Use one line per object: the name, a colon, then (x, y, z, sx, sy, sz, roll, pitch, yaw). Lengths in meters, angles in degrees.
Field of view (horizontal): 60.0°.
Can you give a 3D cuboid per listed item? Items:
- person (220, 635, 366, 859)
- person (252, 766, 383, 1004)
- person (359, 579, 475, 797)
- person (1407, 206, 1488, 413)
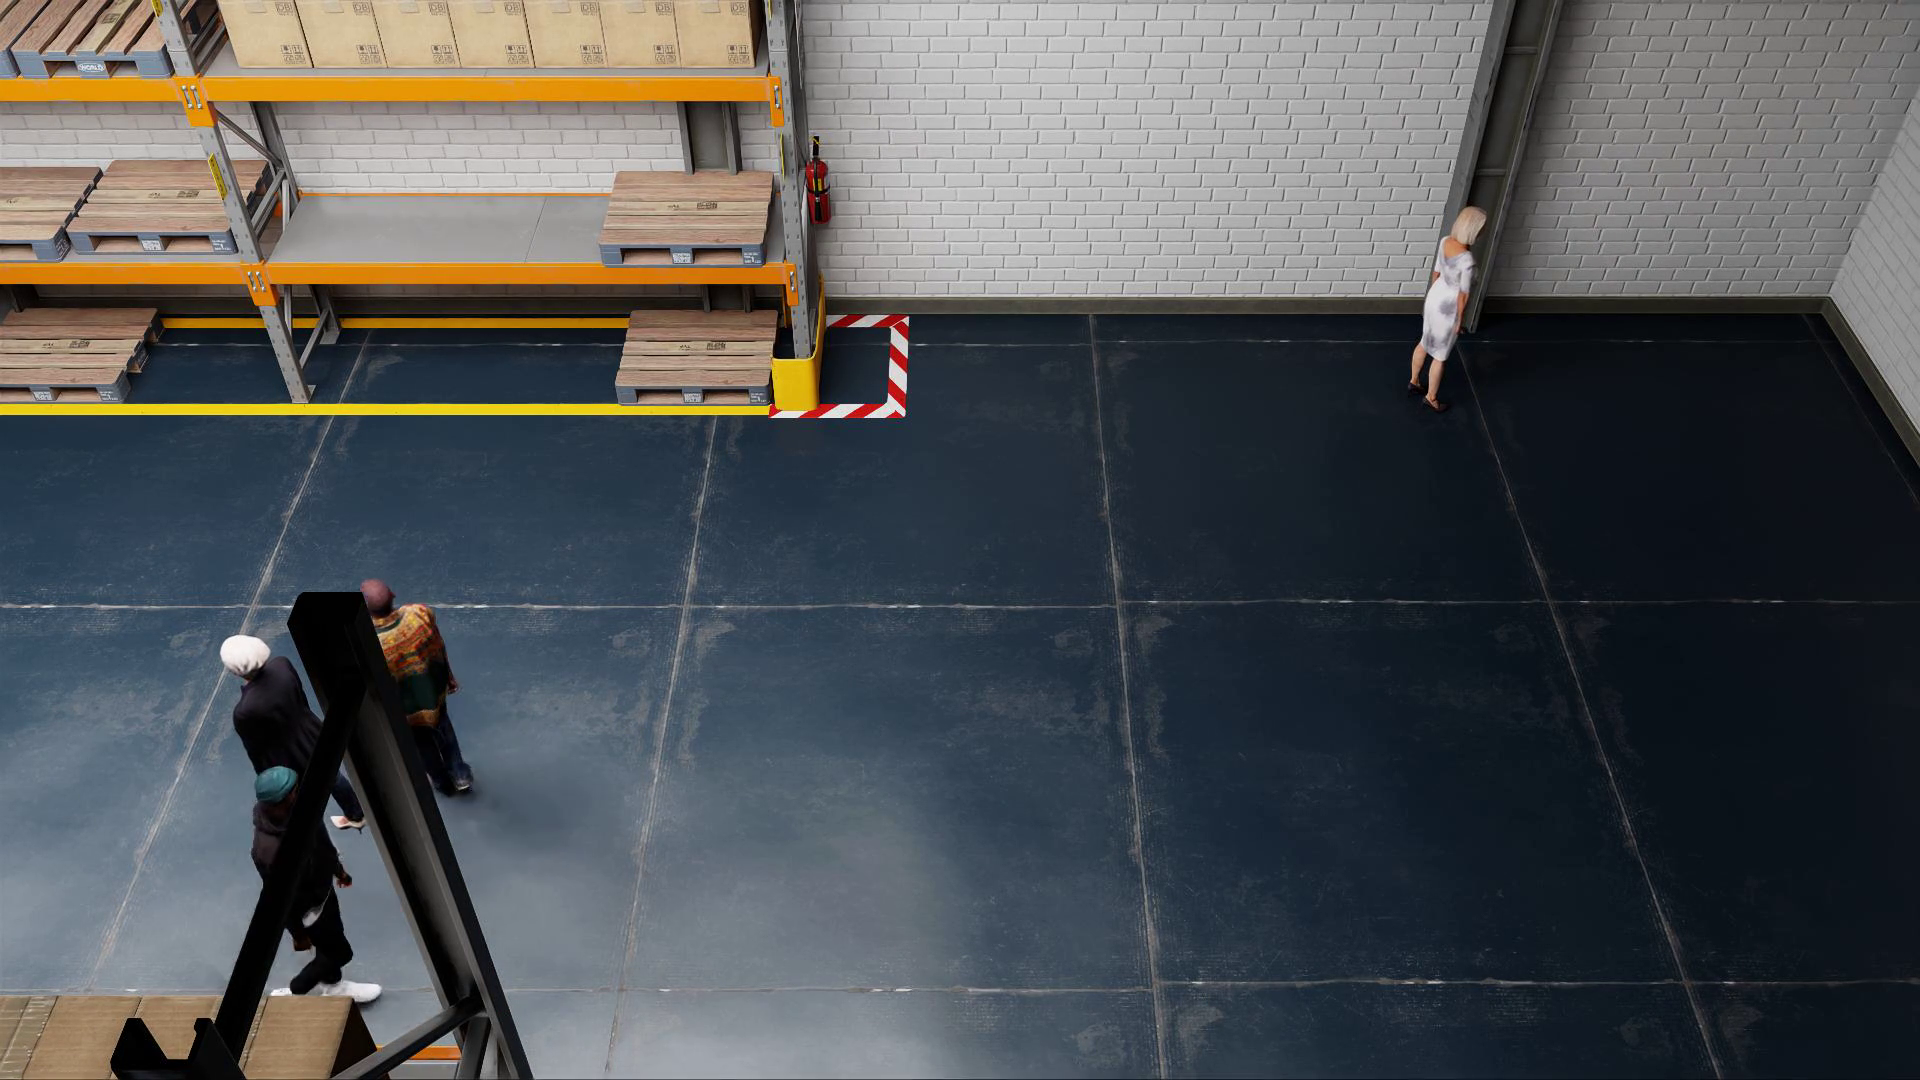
person: (-3.533, 1.082, 8.826, 0.690, 1.780, 0.784, 12, 45, 12)
person: (-3.513, 1.872, 8.737, 0.798, 1.788, 0.764, 0, 44, 0)
person: (-3.145, 0.934, 9.713, 0.856, 1.800, 0.918, -32, 52, -29)
person: (3.667, -1.745, 12.563, 0.623, 1.747, 0.629, -15, 46, -15)
